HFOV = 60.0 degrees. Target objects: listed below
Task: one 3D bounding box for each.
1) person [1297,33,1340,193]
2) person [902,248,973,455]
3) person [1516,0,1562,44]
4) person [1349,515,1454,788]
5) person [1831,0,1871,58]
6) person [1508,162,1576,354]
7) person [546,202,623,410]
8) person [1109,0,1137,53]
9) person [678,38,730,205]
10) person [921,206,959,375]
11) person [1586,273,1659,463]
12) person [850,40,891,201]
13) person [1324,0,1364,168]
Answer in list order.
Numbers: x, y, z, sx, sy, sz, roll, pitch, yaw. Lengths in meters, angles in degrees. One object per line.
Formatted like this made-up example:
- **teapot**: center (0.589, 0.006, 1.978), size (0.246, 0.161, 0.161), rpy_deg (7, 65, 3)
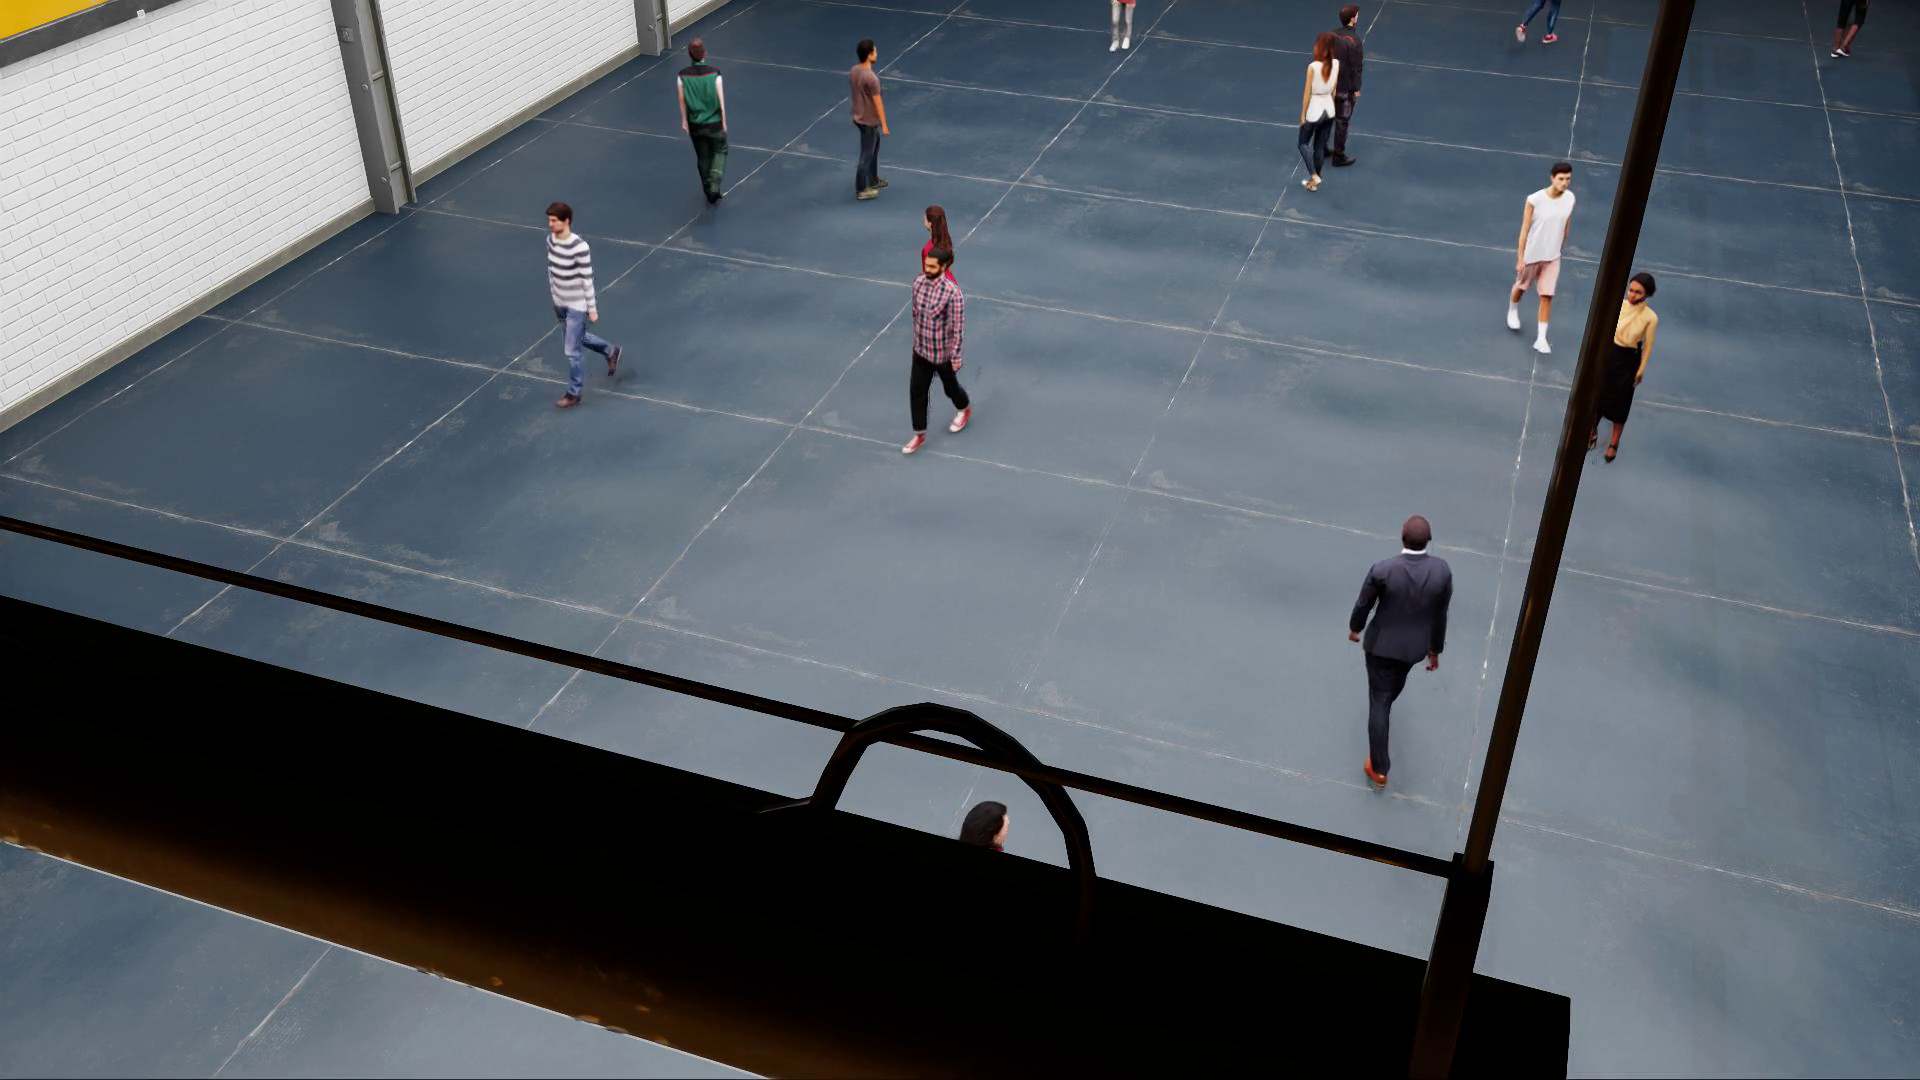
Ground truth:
- **person**: center (4.036, -4.691, 18.437), size (0.764, 1.777, 0.822), rpy_deg (-12, 35, -17)
- **person**: center (-0.149, -1.624, 13.851), size (0.887, 1.746, 1.161), rpy_deg (21, 39, 28)
- **person**: center (8.122, -7.680, 23.003), size (1.139, 1.700, 0.935), rpy_deg (-24, 40, -31)
- **person**: center (2.713, 0.715, 10.307), size (0.980, 1.775, 1.319), rpy_deg (1, 34, 1)
- **person**: center (12.104, -7.406, 22.544), size (0.802, 1.753, 0.745), rpy_deg (-28, 42, -35)
- **person**: center (5.349, -2.678, 15.442), size (0.916, 1.740, 1.229), rpy_deg (-1, 34, -1)
- **person**: center (-3.286, -2.086, 14.475), size (0.908, 1.825, 1.183), rpy_deg (25, 41, 32)
- **person**: center (2.287, -7.510, 23.017), size (0.553, 1.401, 0.718), rpy_deg (9, 35, 14)
- **person**: center (-2.783, -4.533, 18.145), size (0.773, 1.837, 0.823), rpy_deg (1, 34, 1)
- **person**: center (-0.191, -2.266, 14.997), size (0.679, 1.547, 0.603), rpy_deg (19, 38, 26)
- **person**: center (5.409, -1.412, 13.617), size (0.639, 1.653, 0.640), rpy_deg (25, 41, 33)
- **person**: center (-1.106, -4.606, 18.324), size (0.902, 1.762, 0.845), rpy_deg (-18, 38, -25)
- **person**: center (4.407, -5.269, 19.251), size (0.813, 1.839, 0.791), rpy_deg (-19, 38, -26)
